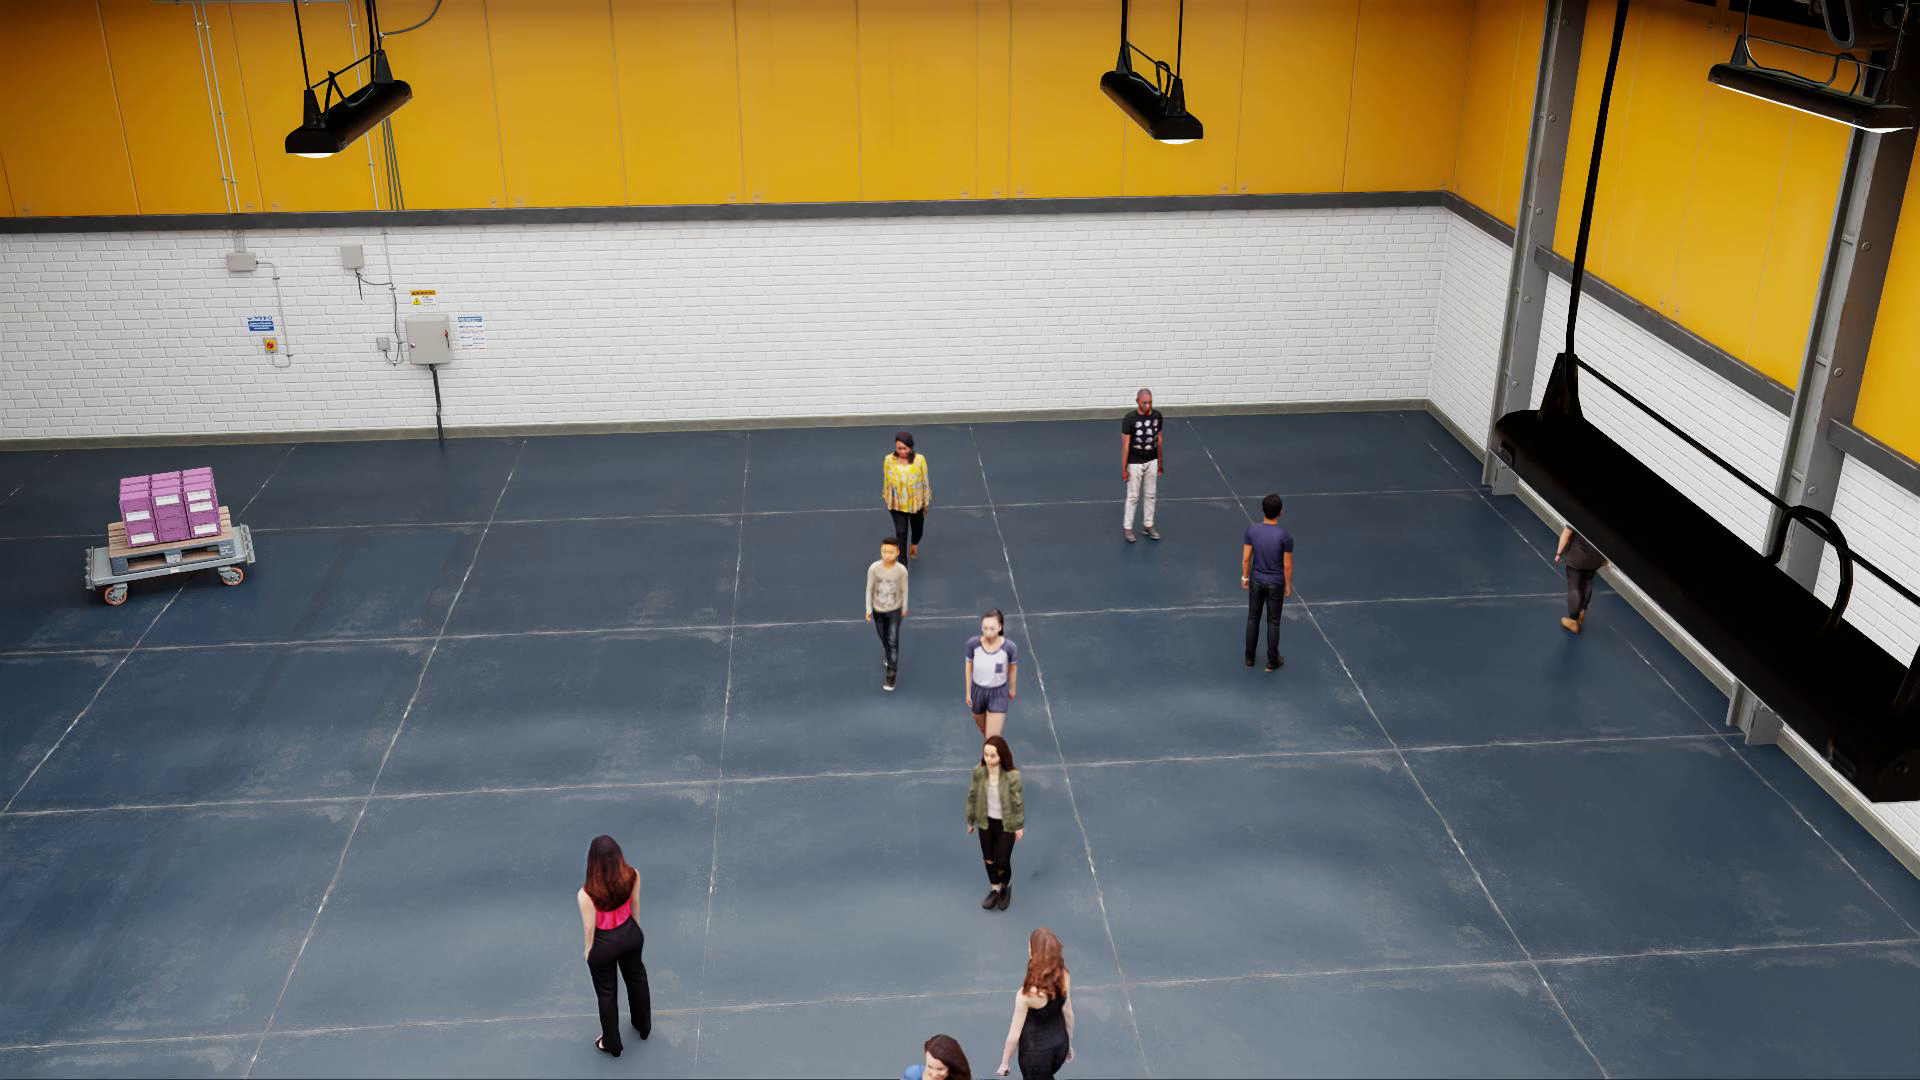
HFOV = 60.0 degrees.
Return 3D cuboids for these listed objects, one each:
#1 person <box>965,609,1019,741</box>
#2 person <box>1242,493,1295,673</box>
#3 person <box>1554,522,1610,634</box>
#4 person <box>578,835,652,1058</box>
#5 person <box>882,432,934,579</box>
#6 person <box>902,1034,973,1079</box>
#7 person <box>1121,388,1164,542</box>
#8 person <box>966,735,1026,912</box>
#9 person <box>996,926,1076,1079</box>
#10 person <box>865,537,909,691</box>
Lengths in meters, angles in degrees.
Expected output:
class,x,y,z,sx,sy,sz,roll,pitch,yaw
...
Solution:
class,x,y,z,sx,sy,sz,roll,pitch,yaw
person,0.262,1.305,14.123,0.848,1.607,1.133,6,24,13
person,2.936,0.407,15.945,0.723,1.793,0.714,11,26,23
person,6.288,0.152,16.643,0.639,1.702,0.643,-2,24,-5
person,-2.282,2.653,10.974,0.663,1.660,0.698,-20,30,-38
person,-0.556,-0.407,18.008,0.733,1.632,0.979,-1,24,-1
person,-0.086,3.394,9.108,0.768,1.795,0.820,5,24,12
person,2.060,-0.876,18.869,0.725,1.801,0.701,-8,25,-18
person,0.307,2.099,12.482,0.700,1.466,0.725,11,26,24
person,0.561,3.100,9.868,0.935,1.726,1.045,-20,31,-38
person,-0.685,0.626,15.878,0.685,1.444,1.046,3,24,6
